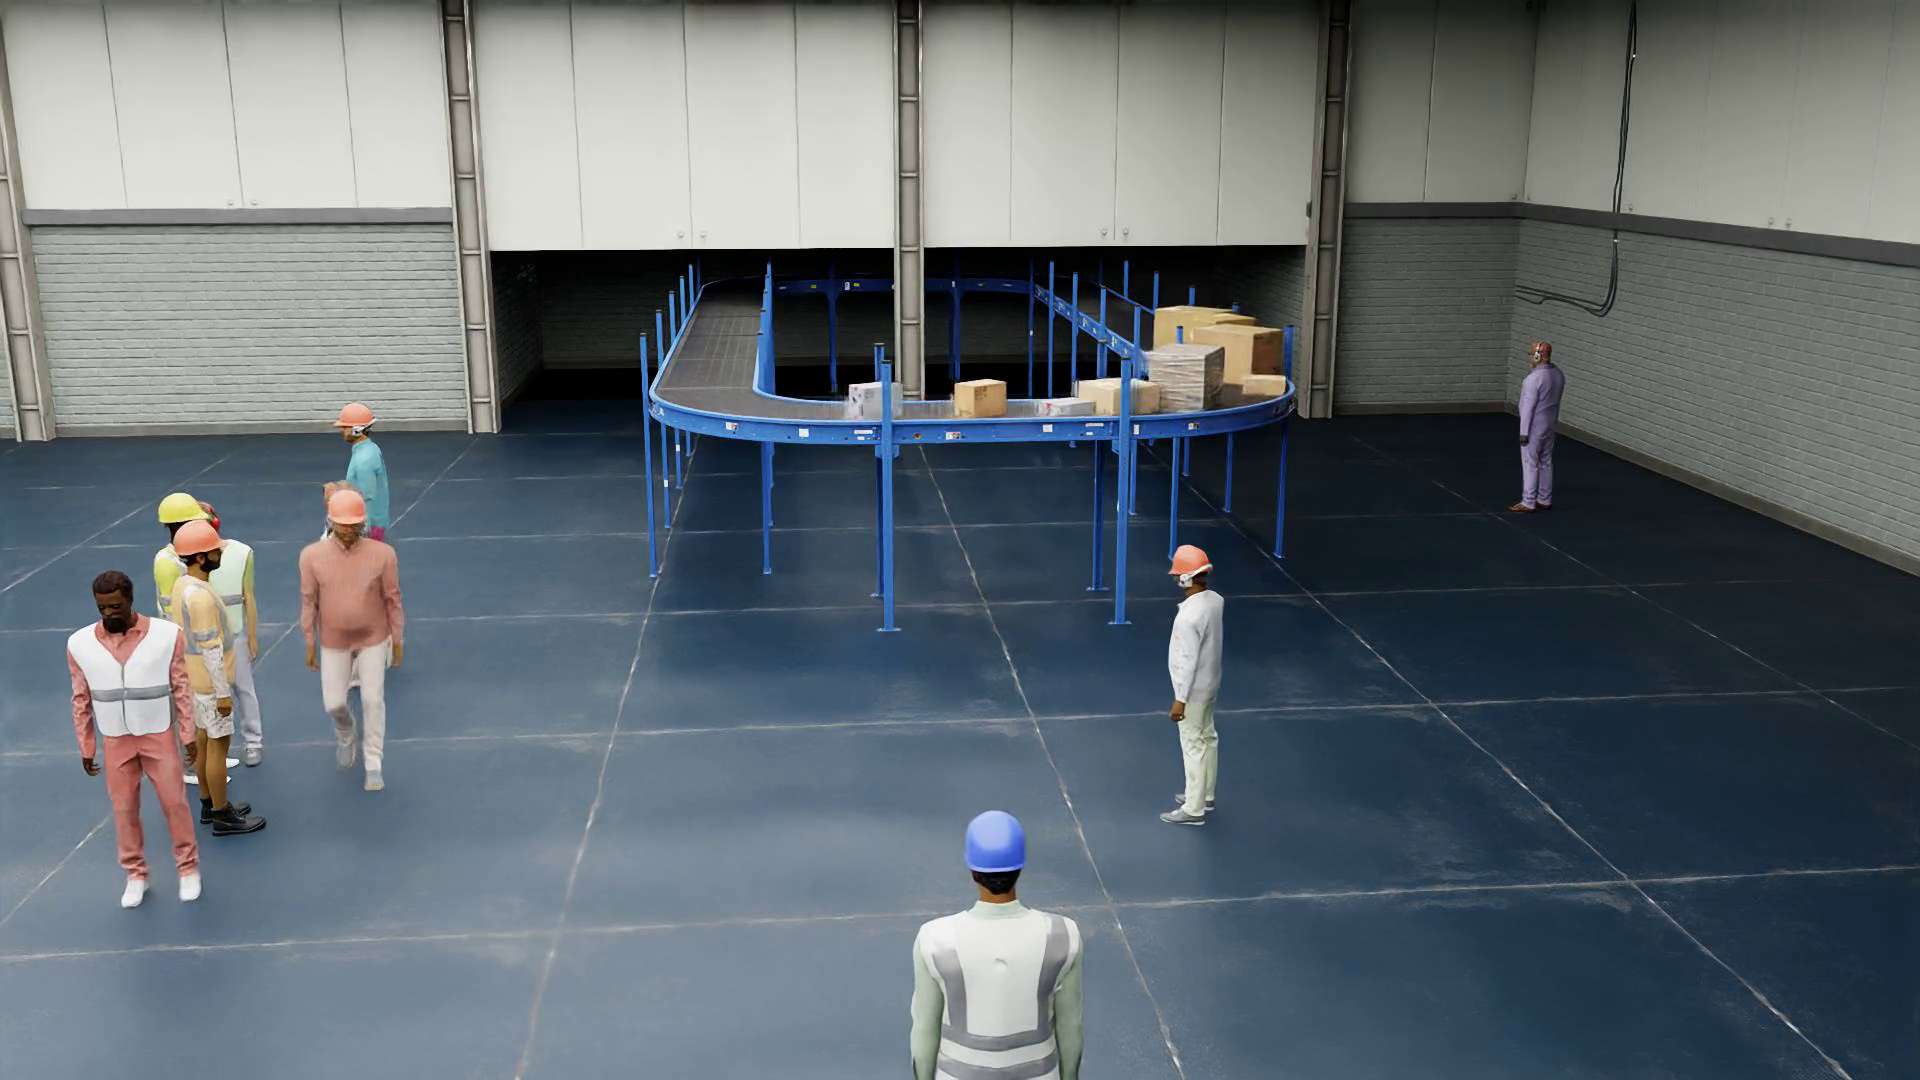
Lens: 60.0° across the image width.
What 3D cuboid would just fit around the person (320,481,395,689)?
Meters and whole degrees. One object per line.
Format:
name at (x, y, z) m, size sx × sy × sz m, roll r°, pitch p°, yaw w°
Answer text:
person at (-4.611, 0.331, 12.667) m, size 0.549 × 1.623 × 0.525 m, roll -9°, pitch 17°, yaw -33°

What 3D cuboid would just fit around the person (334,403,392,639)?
person at (-4.939, -0.152, 13.855) m, size 0.376 × 1.995 × 0.609 m, roll -4°, pitch 15°, yaw -16°

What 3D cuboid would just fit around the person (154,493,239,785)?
person at (-4.985, 0.639, 10.827) m, size 0.374 × 1.928 × 0.600 m, roll -3°, pitch 14°, yaw -12°

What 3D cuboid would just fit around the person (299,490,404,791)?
person at (-3.909, 0.630, 10.749) m, size 0.625 × 1.979 × 0.487 m, roll -4°, pitch 15°, yaw -17°

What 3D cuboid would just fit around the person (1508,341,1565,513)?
person at (6.402, -1.256, 18.471) m, size 0.641 × 1.900 × 0.401 m, roll -11°, pitch 18°, yaw -38°

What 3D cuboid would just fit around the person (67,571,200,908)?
person at (-4.521, 1.075, 9.136) m, size 0.598 × 1.906 × 0.401 m, roll -4°, pitch 15°, yaw -16°

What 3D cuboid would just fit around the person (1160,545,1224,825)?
person at (1.416, 0.885, 10.212) m, size 0.347 × 1.743 × 0.564 m, roll 7°, pitch 16°, yaw 26°

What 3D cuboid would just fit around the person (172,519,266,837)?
person at (-4.512, 0.828, 10.044) m, size 0.354 × 1.942 × 0.545 m, roll -11°, pitch 17°, yaw -36°

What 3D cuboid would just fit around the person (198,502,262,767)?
person at (-4.941, 0.628, 11.071) m, size 0.562 × 1.834 × 0.385 m, roll -2°, pitch 14°, yaw -9°

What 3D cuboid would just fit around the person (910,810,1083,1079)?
person at (0.129, 1.882, 5.846) m, size 0.604 × 1.938 × 0.426 m, roll -1°, pitch 14°, yaw -5°
